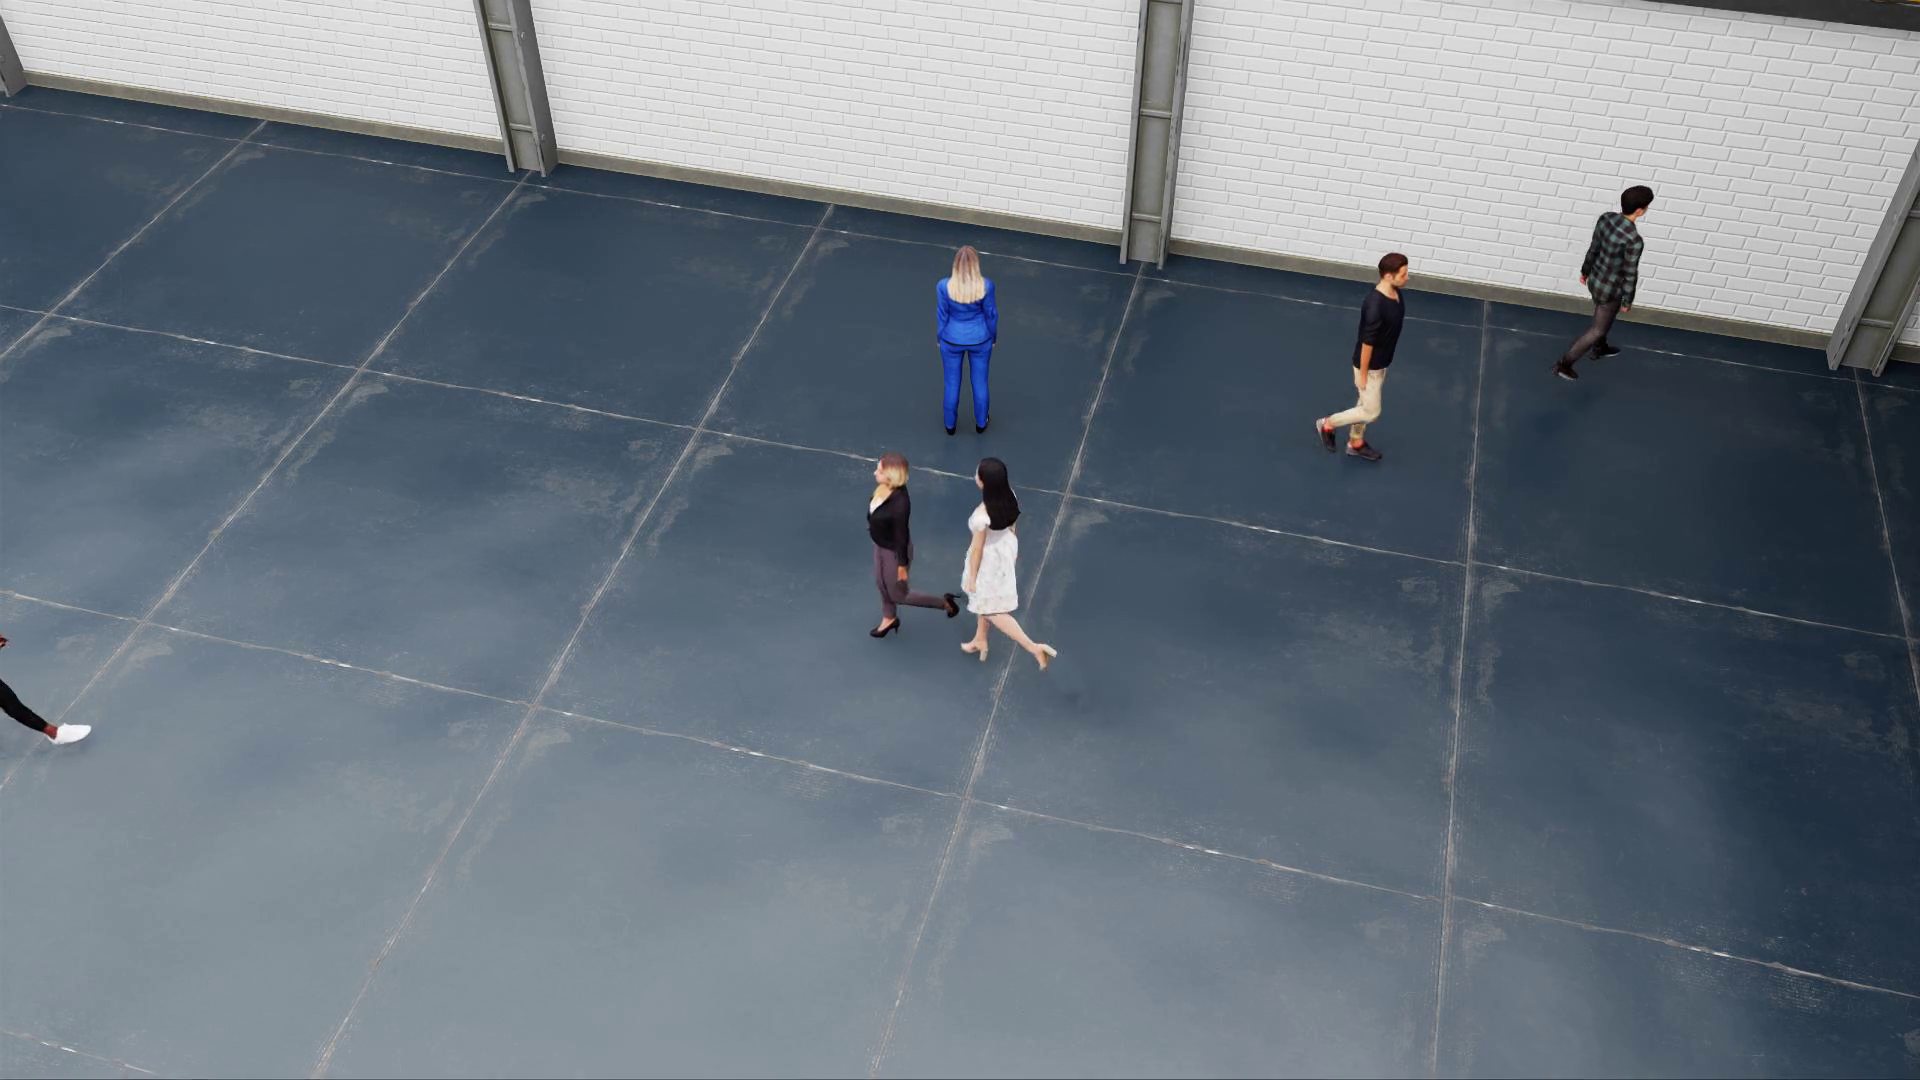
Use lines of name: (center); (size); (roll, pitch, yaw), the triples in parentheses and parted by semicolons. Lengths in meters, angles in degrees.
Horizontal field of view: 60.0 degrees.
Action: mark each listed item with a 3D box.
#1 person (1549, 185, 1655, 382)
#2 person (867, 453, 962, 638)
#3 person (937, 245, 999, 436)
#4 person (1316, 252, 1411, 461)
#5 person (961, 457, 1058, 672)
person: (4.993, -1.987, 12.921); (1.119, 1.692, 1.006); (-12, 45, -12)
person: (-0.347, 0.069, 11.052); (0.969, 1.656, 0.833); (-9, 44, -10)
person: (0.049, -1.511, 12.678); (0.575, 1.701, 0.732); (0, 44, 0)
person: (3.000, -1.365, 12.418); (0.858, 1.849, 0.777); (23, 48, 22)
person: (0.284, 0.228, 10.815); (1.093, 1.752, 0.835); (25, 49, 24)
